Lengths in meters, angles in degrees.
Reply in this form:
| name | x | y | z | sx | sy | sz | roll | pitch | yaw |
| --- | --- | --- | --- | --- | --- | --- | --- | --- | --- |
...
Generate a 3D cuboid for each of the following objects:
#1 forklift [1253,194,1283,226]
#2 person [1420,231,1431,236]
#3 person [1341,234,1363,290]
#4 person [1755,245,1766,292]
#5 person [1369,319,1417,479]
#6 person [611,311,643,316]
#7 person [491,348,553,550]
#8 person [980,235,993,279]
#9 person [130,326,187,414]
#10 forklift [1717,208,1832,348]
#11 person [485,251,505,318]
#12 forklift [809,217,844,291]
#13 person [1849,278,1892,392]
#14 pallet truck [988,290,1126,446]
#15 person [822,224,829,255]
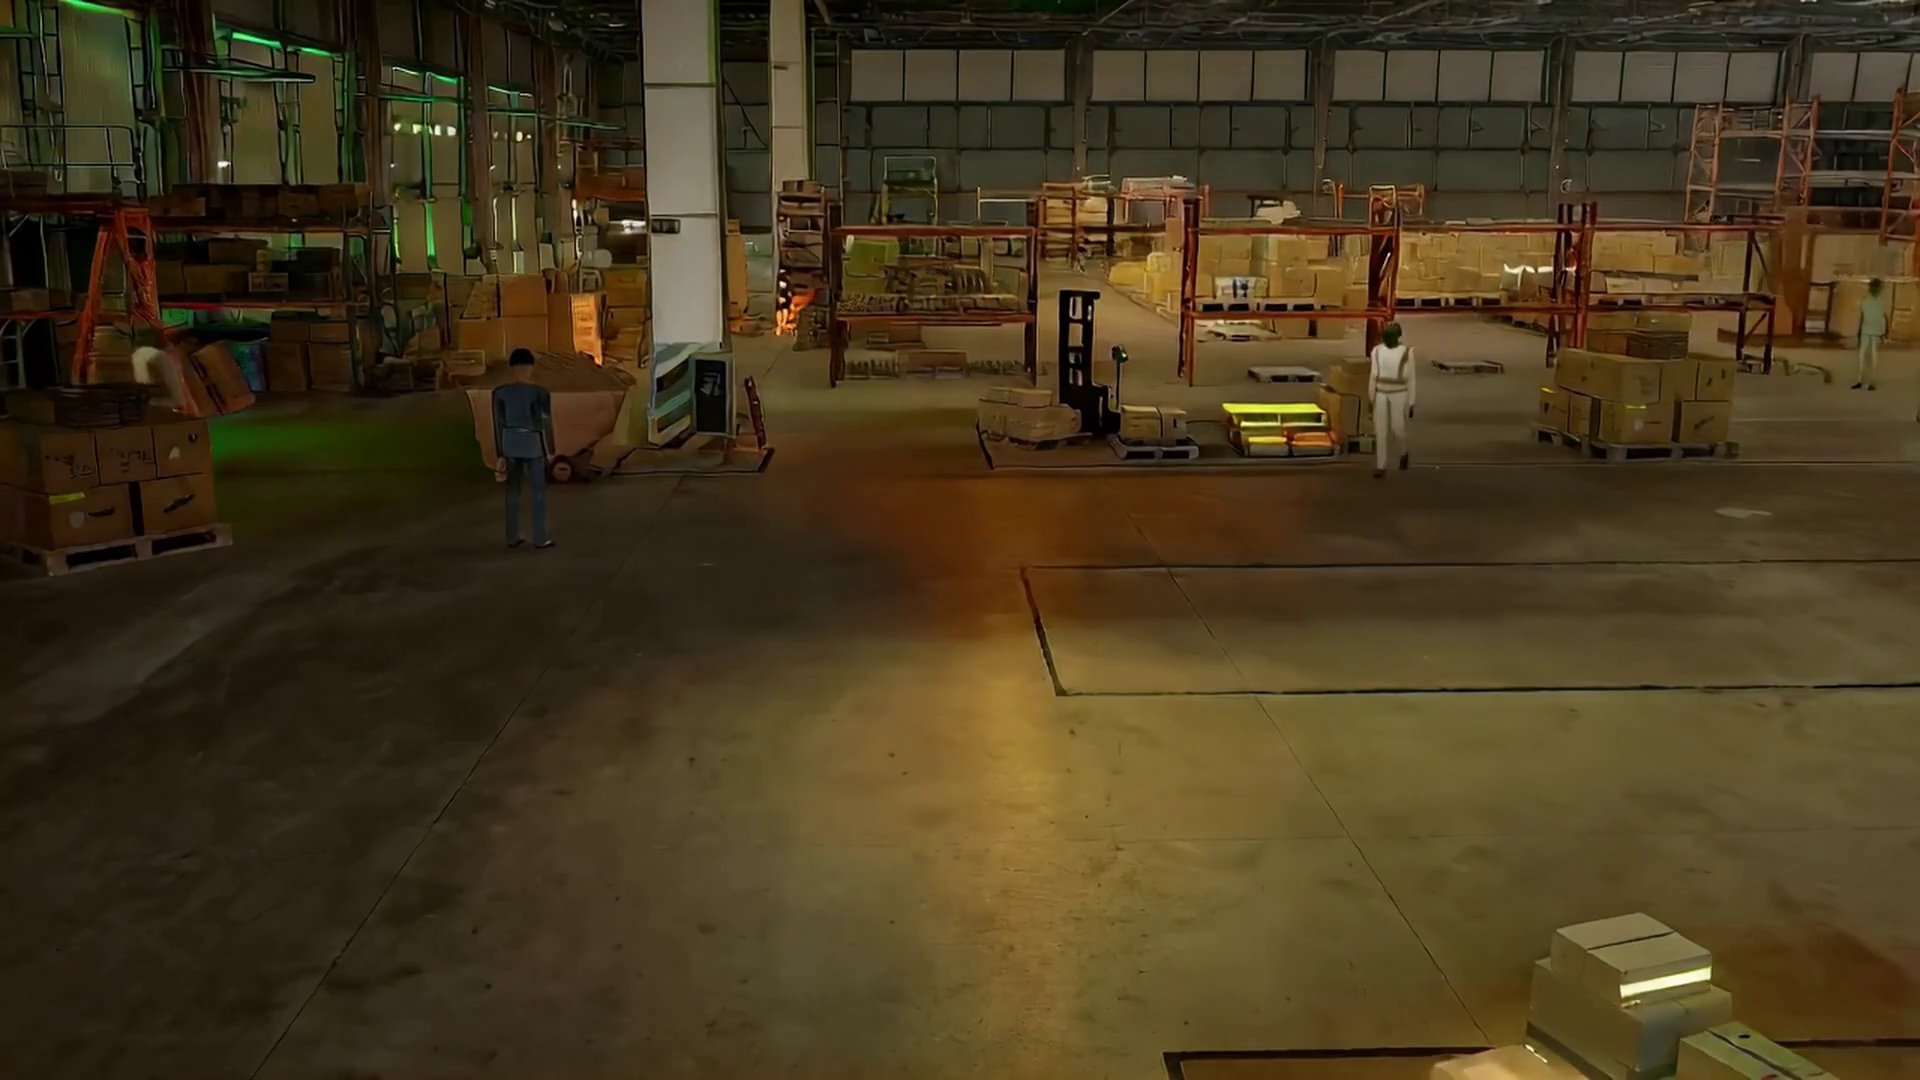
| name | x | y | z | sx | sy | sz | roll | pitch | yaw |
| --- | --- | --- | --- | --- | --- | --- | --- | --- | --- |
| forklift | 10.063 | -9.939 | 54.595 | 1.129 | 2.768 | 1.873 | 3 | 13 | 13 |
| person | 16.370 | -10.397 | 58.777 | 0.644 | 1.937 | 0.947 | -5 | 13 | -20 |
| person | 11.970 | -8.577 | 50.714 | 0.619 | 1.896 | 0.701 | -10 | 16 | -38 |
| person | 23.256 | -7.842 | 47.632 | 0.982 | 1.788 | 0.636 | 0 | 12 | 1 |
| person | 5.087 | -1.660 | 19.526 | 0.593 | 1.866 | 0.601 | 9 | 15 | 36 |
| person | -8.302 | -6.400 | 41.418 | 0.884 | 1.651 | 0.567 | -6 | 14 | -26 |
| person | -4.138 | -0.859 | 15.805 | 0.582 | 1.919 | 0.394 | 1 | 13 | 4 |
| person | 0.780 | -7.991 | 47.959 | 0.374 | 1.933 | 0.627 | -4 | 13 | -19 |
| person | -9.152 | -1.577 | 19.263 | 0.658 | 1.811 | 0.859 | 8 | 15 | 33 |
| forklift | 16.688 | -5.350 | 33.876 | 1.873 | 2.768 | 1.129 | 0 | 12 | -2 |
| person | -11.463 | -6.269 | 40.874 | 0.522 | 1.631 | 0.324 | 10 | 16 | 37 |
| forklift | -4.375 | -8.619 | 48.637 | 1.873 | 2.768 | 1.129 | 0 | 12 | -2 |
| person | 14.926 | -3.358 | 27.218 | 0.318 | 1.858 | 0.528 | -7 | 14 | -28 |
| pallet truck | 1.257 | -2.299 | 22.111 | 1.885 | 1.965 | 0.823 | -9 | 15 | -35 |
| person | -4.441 | -9.391 | 54.348 | 0.855 | 1.902 | 0.586 | 2 | 13 | 7 |
